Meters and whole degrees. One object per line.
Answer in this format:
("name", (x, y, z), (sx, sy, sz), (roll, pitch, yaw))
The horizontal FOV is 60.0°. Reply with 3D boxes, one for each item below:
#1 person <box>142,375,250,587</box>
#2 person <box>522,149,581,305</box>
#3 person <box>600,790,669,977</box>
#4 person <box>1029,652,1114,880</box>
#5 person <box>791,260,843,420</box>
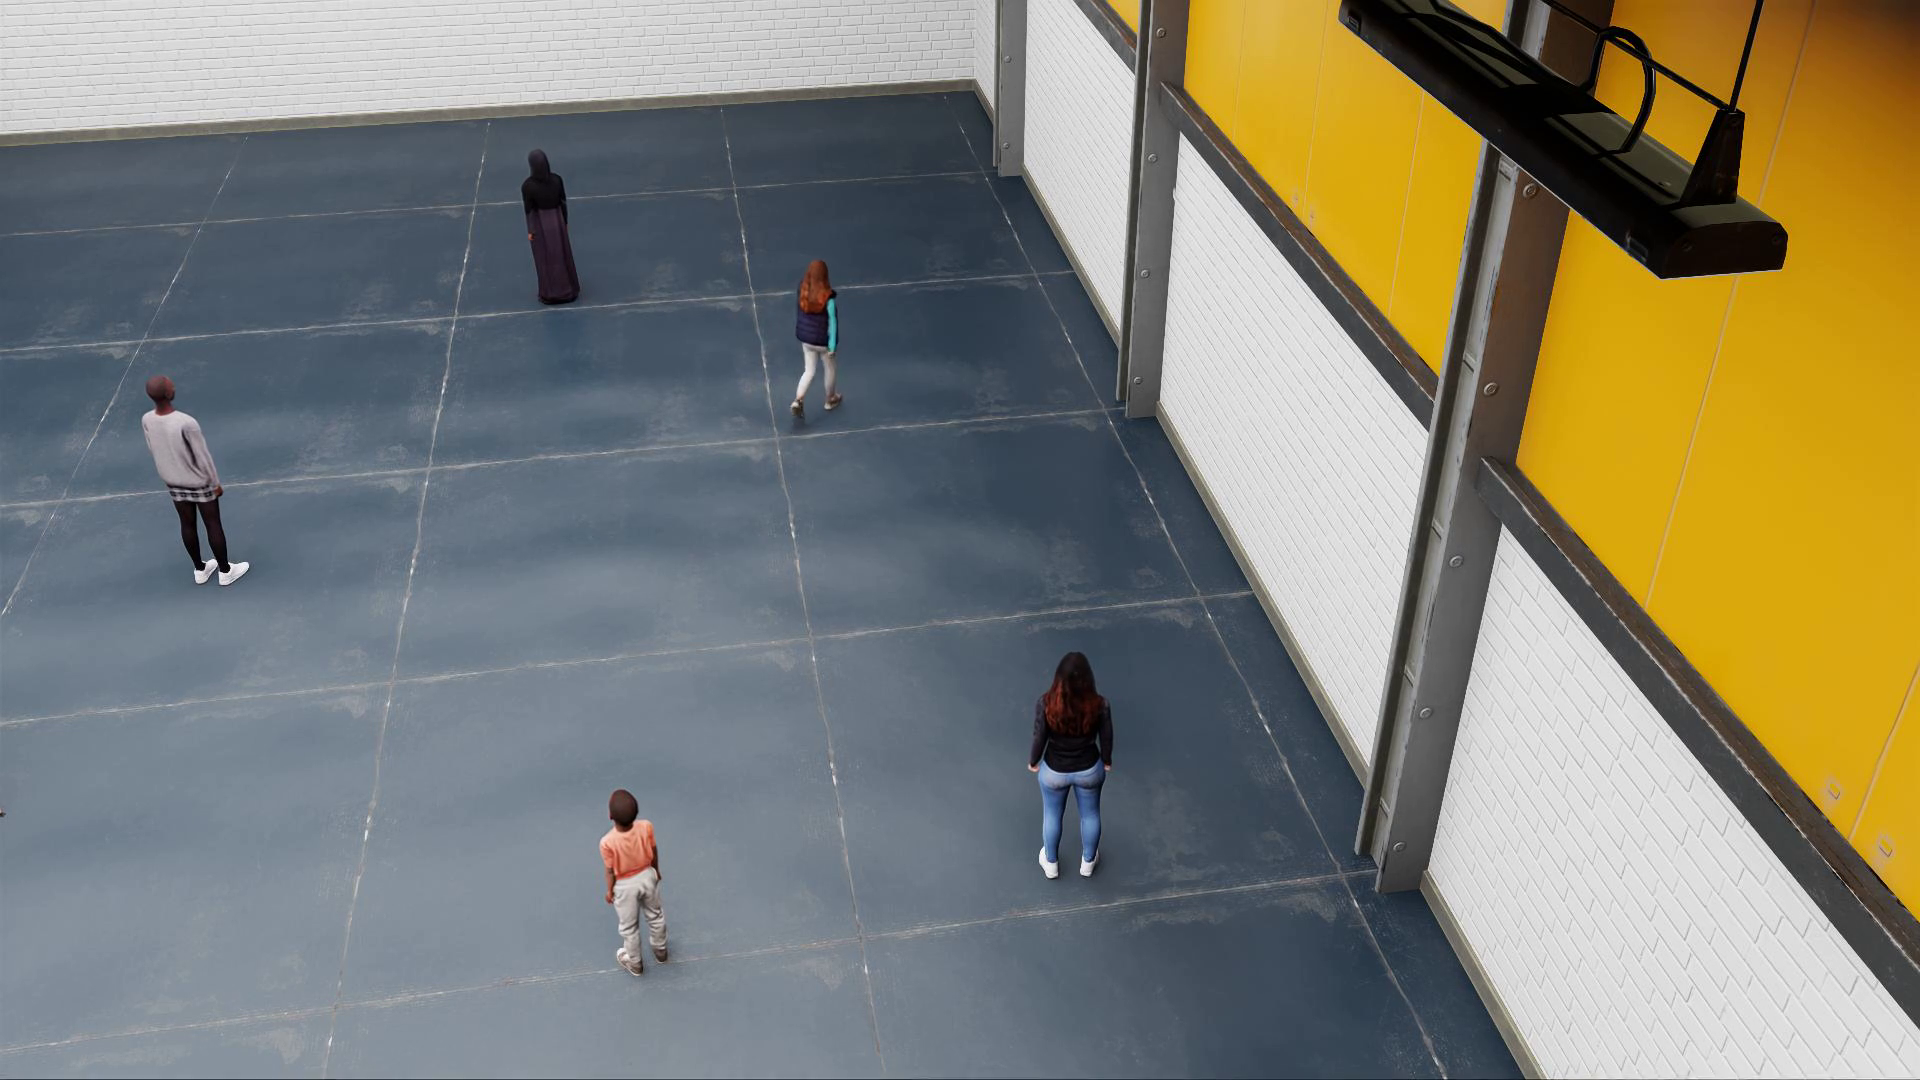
("person", (-5.803, -0.444, 12.498), (0.683, 1.772, 0.655), (6, 34, 8))
("person", (-4.150, -3.165, 16.733), (0.684, 1.615, 0.703), (-19, 38, -26))
("person", (-1.833, 1.918, 9.360), (0.550, 1.311, 0.575), (-20, 39, -27))
("person", (0.666, 1.347, 9.928), (0.683, 1.634, 0.609), (-1, 34, -1))
("person", (-1.303, -1.755, 14.732), (0.866, 1.481, 0.975), (16, 37, 23))
